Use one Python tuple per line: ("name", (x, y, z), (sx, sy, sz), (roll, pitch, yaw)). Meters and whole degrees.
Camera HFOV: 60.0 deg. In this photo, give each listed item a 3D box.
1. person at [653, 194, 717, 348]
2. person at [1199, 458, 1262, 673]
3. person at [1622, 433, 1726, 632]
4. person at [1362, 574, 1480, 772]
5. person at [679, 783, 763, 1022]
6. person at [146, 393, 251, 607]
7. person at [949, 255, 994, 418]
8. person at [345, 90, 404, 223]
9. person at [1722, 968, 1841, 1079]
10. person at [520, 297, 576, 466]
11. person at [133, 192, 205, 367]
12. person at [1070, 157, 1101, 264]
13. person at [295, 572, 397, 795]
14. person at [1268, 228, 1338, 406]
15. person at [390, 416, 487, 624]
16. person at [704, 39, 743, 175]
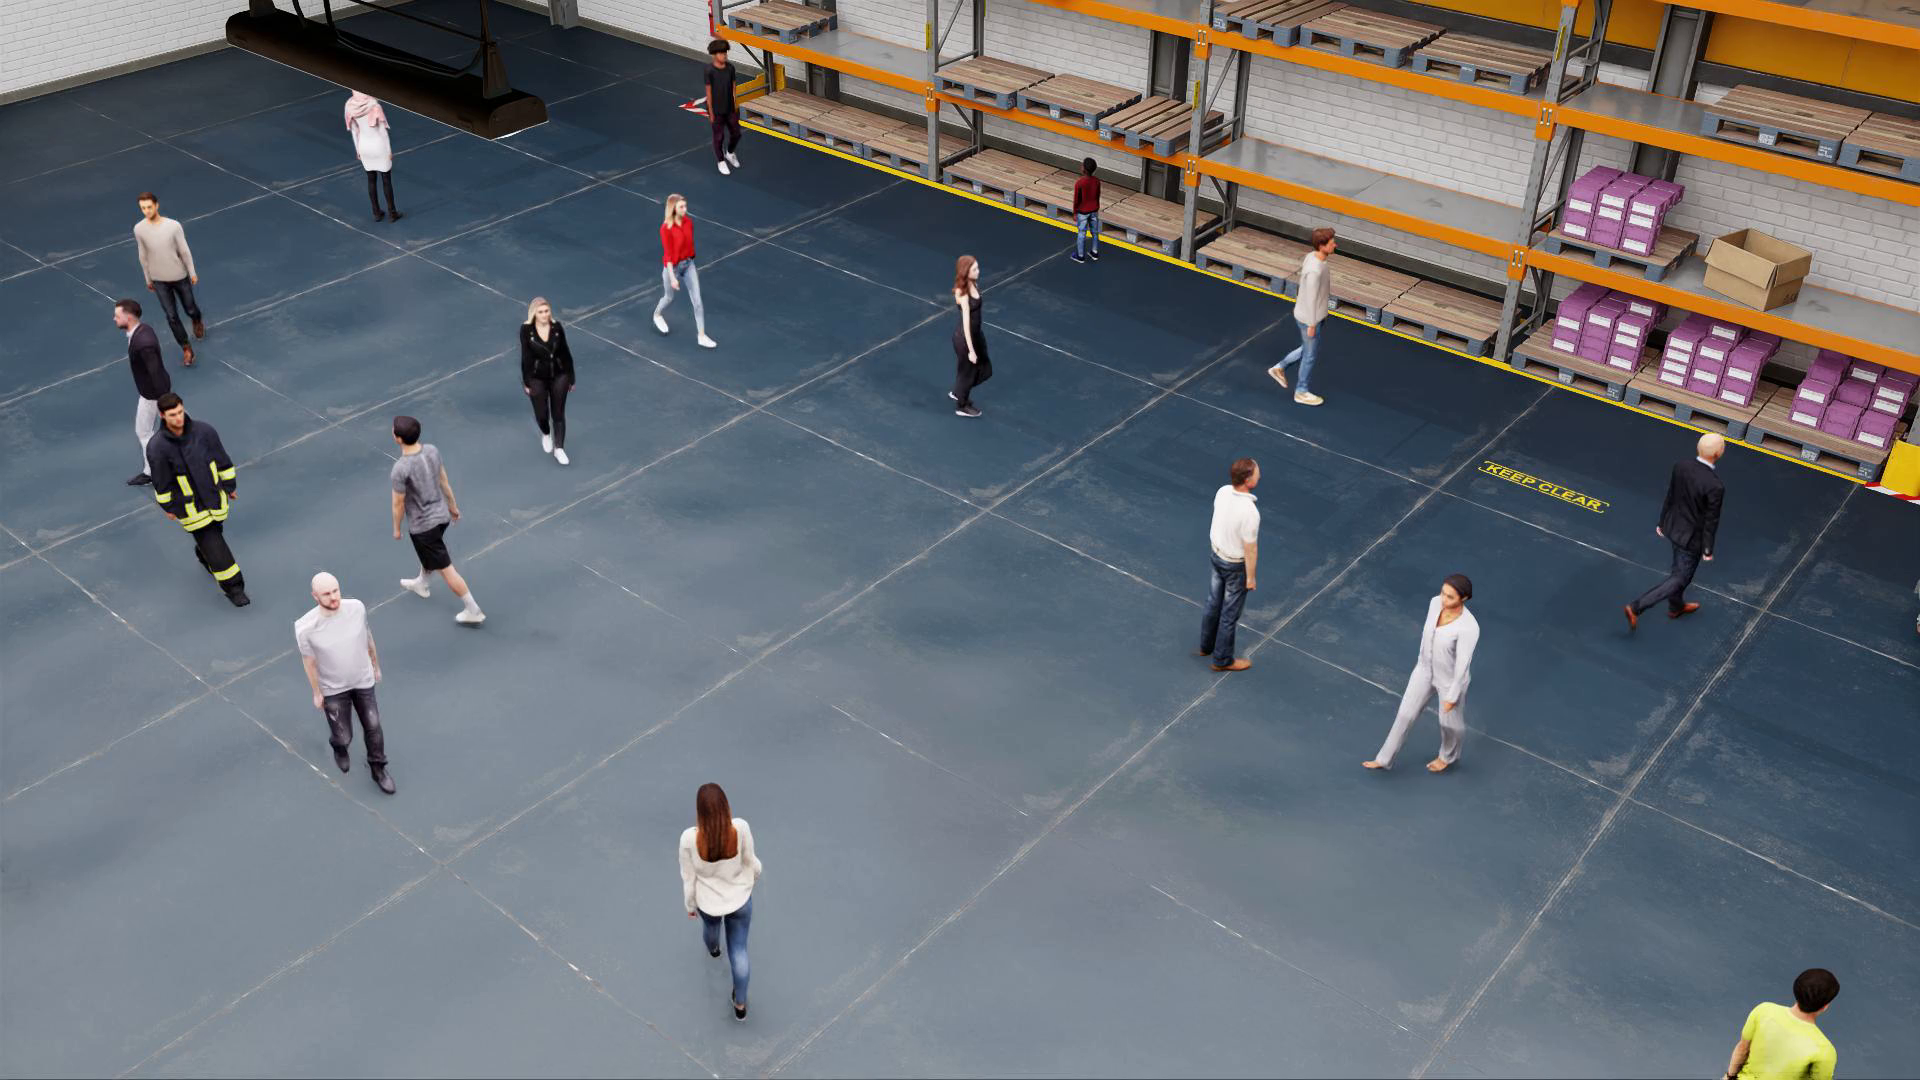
("person", (-3.046, -2.874, 17.701), (1.124, 1.668, 0.643), (27, 42, 35))
("person", (2.098, 0.173, 12.950), (0.805, 1.853, 0.676), (-12, 36, -18))
("person", (5.772, -0.031, 13.324), (1.112, 1.780, 1.159), (-11, 35, -15))
("person", (3.512, 0.957, 11.905), (0.955, 1.704, 1.051), (-17, 37, -24))
("person", (-1.407, 2.227, 10.040), (0.996, 1.654, 1.095), (-6, 34, -8))
("person", (-6.344, -0.404, 13.787), (1.173, 1.888, 0.802), (27, 42, 34))
("person", (-0.005, -1.991, 16.313), (0.774, 1.735, 0.696), (11, 35, 16))
("person", (-7.220, -4.802, 20.479), (0.698, 1.804, 0.785), (3, 34, 5))
("person", (4.301, 2.992, 8.879), (0.901, 1.665, 1.076), (-21, 39, -28))
("person", (-3.901, -1.536, 15.678), (0.773, 1.680, 0.825), (-14, 36, -20))
("person", (-8.248, -2.773, 17.383), (0.960, 1.853, 1.079), (-9, 35, -13))
("person", (1.511, -3.899, 19.619), (0.572, 1.251, 0.590), (-16, 37, -22))
("person", (-4.378, 0.974, 11.772), (0.736, 1.824, 0.887), (-26, 41, -33))
("person", (3.408, -2.237, 16.540), (0.960, 1.892, 0.861), (8, 34, 12))
("person", (-4.207, -0.120, 13.412), (1.263, 1.831, 0.856), (15, 36, 21))
("person", (-3.175, -5.736, 21.915), (0.700, 1.771, 0.718), (-18, 38, -25))
